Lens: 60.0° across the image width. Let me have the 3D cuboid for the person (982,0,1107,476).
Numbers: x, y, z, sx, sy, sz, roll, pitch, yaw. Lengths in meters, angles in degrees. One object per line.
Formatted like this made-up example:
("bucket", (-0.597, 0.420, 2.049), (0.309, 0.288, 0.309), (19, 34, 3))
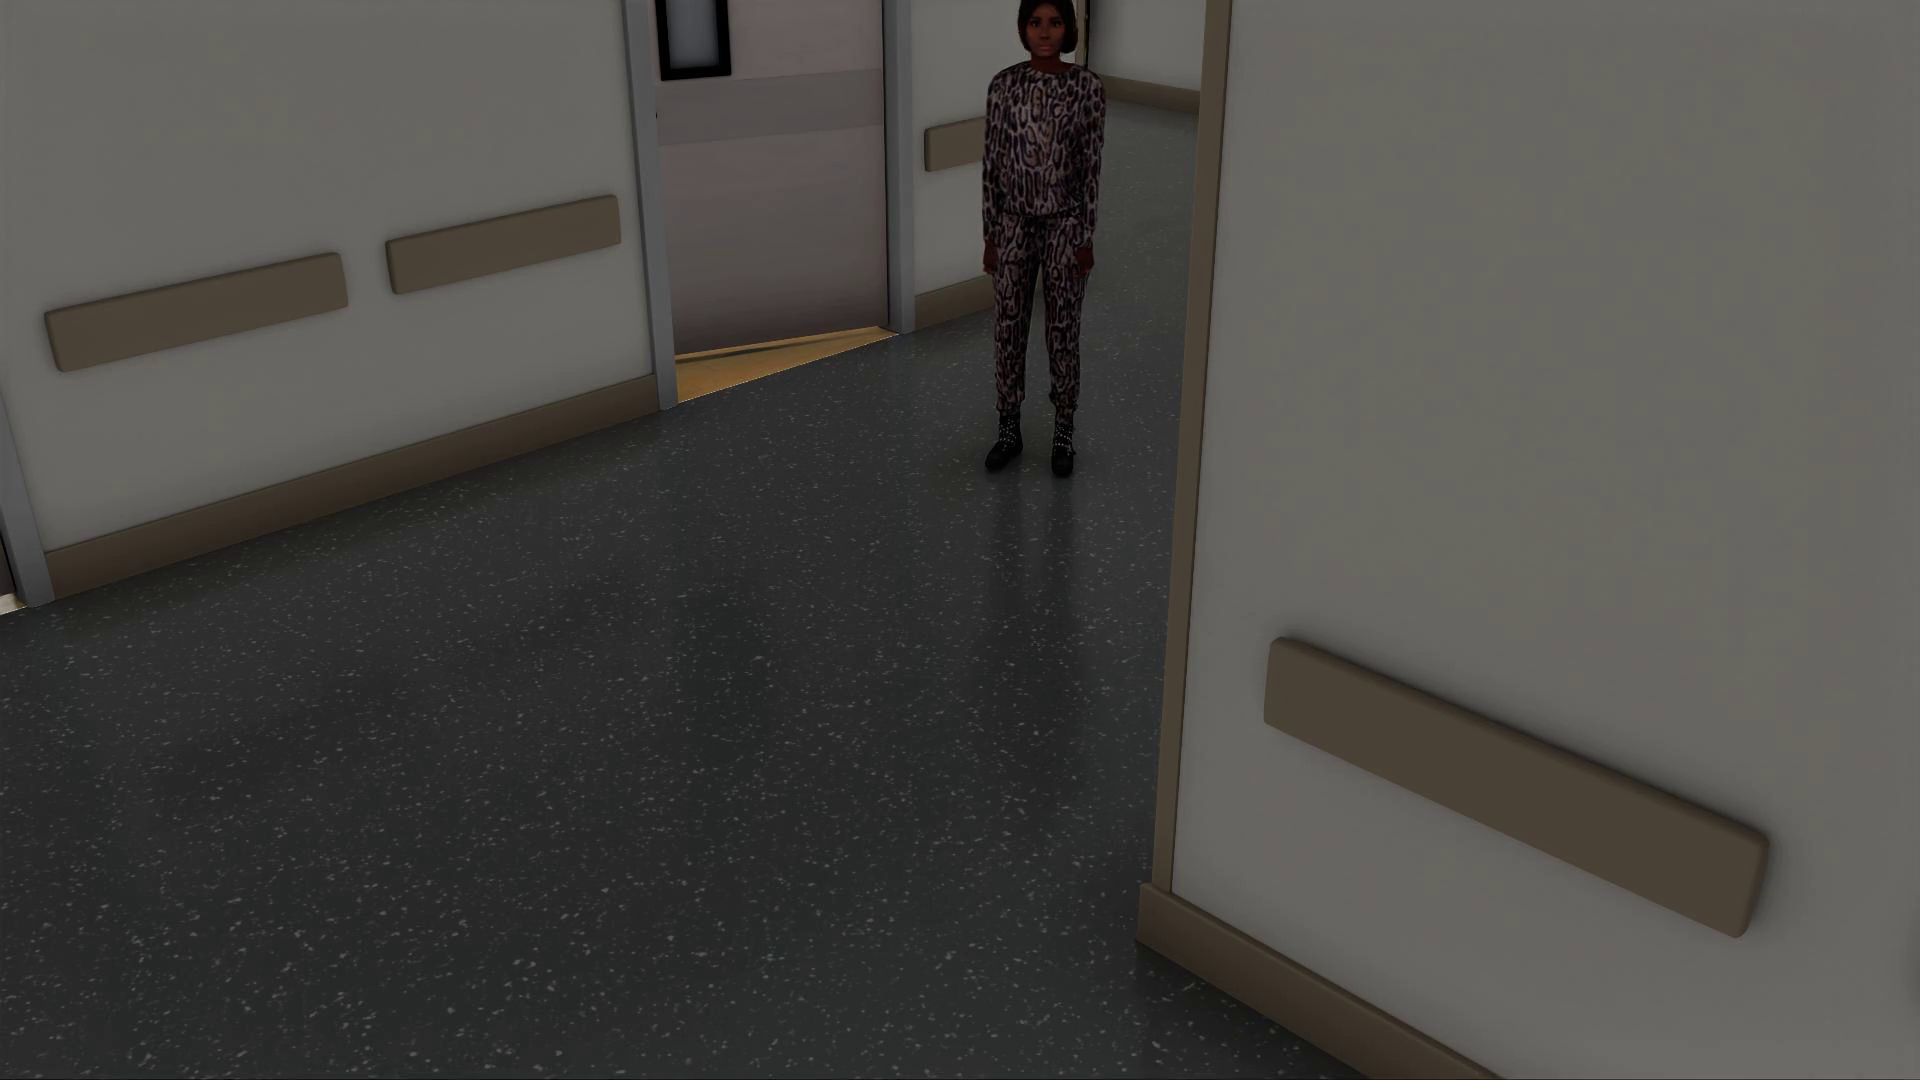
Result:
("person", (0.289, -1.071, 5.873), (0.680, 1.714, 0.718), (6, 26, 13))
